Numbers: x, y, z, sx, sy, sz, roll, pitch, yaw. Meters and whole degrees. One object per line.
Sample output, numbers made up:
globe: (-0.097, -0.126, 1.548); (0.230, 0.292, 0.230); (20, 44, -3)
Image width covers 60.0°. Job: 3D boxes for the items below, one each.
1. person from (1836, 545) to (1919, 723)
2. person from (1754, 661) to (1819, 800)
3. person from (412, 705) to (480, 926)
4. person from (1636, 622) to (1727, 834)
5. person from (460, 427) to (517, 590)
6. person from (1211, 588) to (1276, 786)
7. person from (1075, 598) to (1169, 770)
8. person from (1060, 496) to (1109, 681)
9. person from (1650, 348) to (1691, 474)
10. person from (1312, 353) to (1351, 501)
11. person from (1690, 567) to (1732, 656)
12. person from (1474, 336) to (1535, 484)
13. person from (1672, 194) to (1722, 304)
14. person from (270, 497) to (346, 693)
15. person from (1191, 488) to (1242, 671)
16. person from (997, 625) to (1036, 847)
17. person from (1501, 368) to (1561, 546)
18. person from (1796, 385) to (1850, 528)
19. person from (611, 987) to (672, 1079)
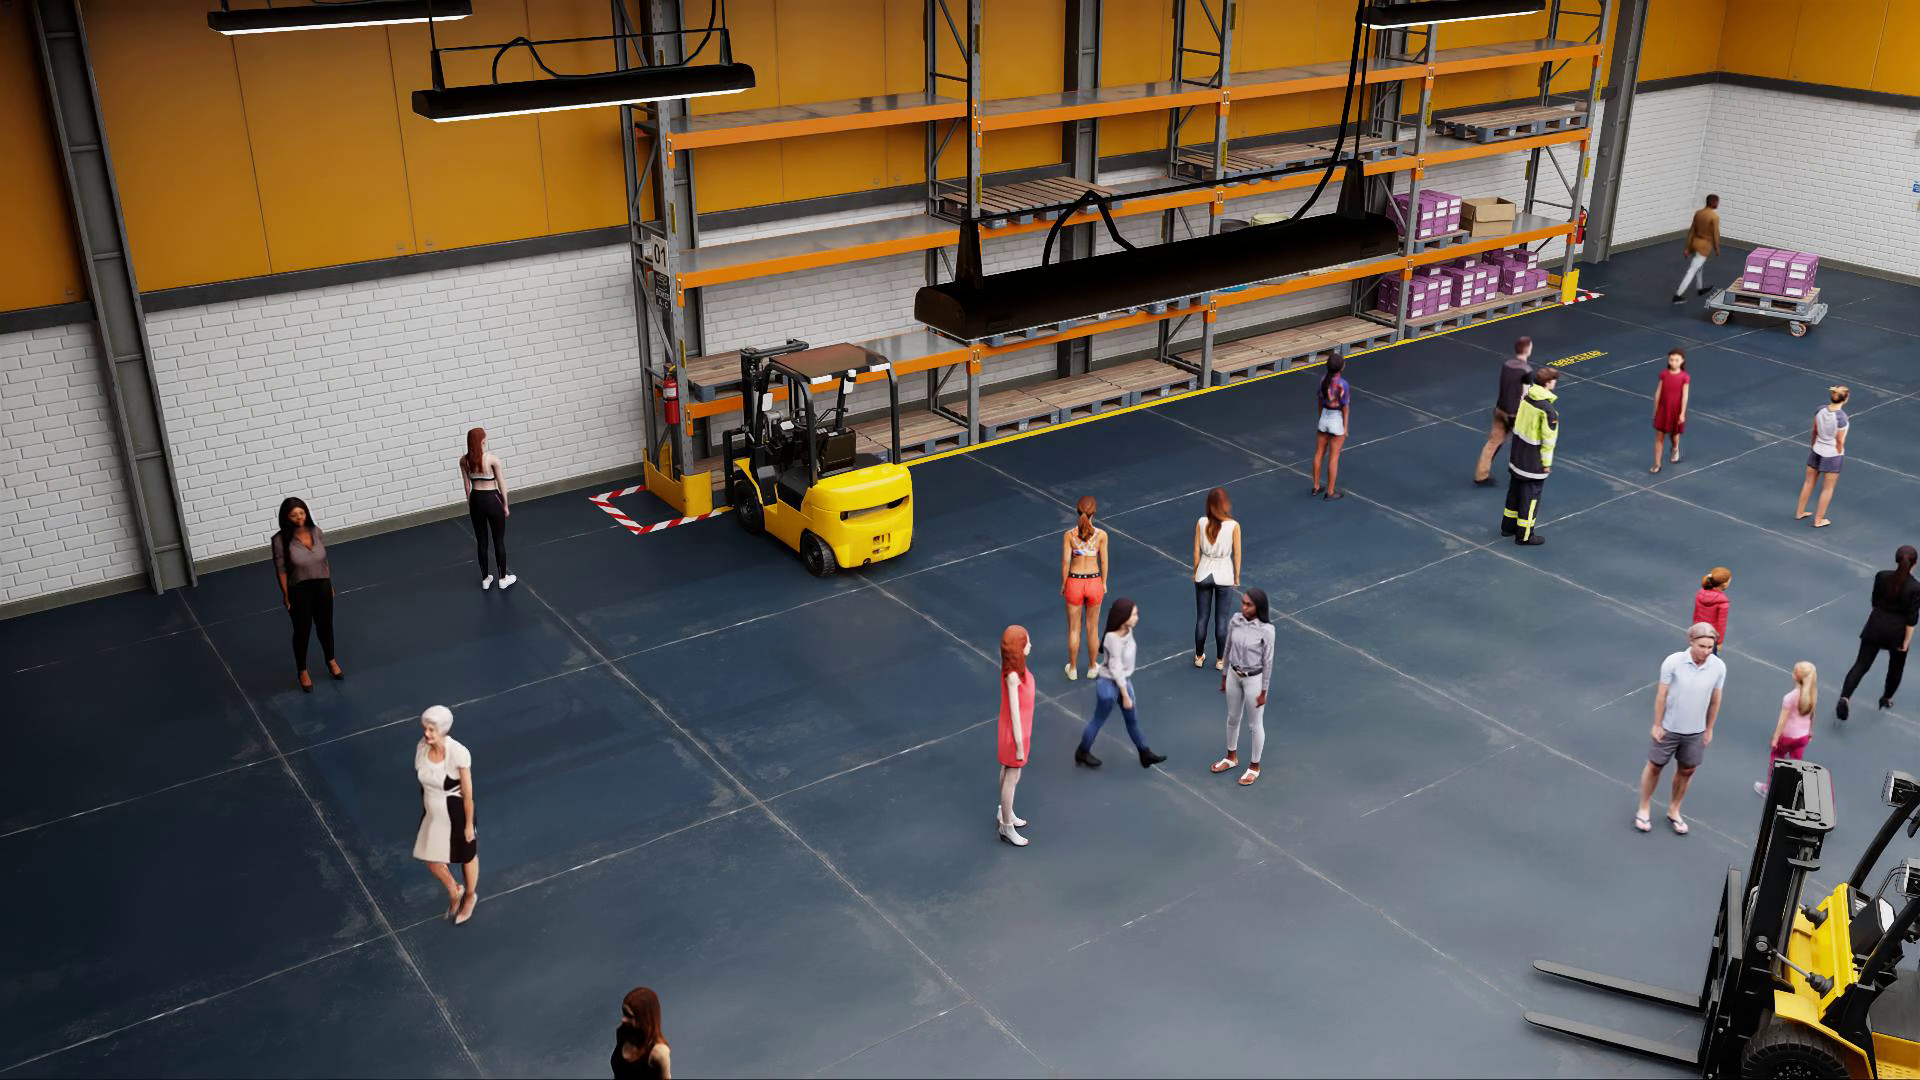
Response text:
person: (7.998, 0.858, 14.470); (1.097, 1.617, 0.601); (-17, 29, -33)
person: (6.705, 1.586, 13.261); (0.798, 1.253, 0.710); (-9, 25, -21)
person: (-3.585, 1.928, 11.862); (0.781, 1.746, 0.821); (9, 25, 20)
person: (5.588, 1.431, 12.900); (0.711, 1.825, 0.776); (4, 24, 8)
person: (-4.851, -0.328, 17.029); (0.651, 1.741, 0.728); (2, 24, 4)
person: (2.349, 1.174, 13.615); (0.547, 1.724, 0.623); (-21, 32, -40)
person: (1.189, 1.204, 13.717); (0.996, 1.587, 1.036); (9, 25, 19)
person: (1.132, 0.439, 15.213); (0.655, 1.791, 0.742); (0, 24, -1)
person: (8.641, -1.593, 20.173); (0.708, 1.540, 0.896); (18, 29, 35)
person: (4.312, -1.331, 19.322); (0.510, 1.742, 0.588); (-17, 29, -34)
person: (6.648, 0.859, 14.851); (0.568, 1.310, 0.555); (-7, 25, -16)
person: (6.418, -1.479, 19.601); (1.219, 1.791, 0.861); (-9, 25, -20)
person: (11.929, -4.665, 26.922); (1.234, 1.764, 0.806); (-11, 26, -23)
person: (-5.926, 0.470, 15.078); (0.761, 1.842, 0.619); (19, 30, 37)
person: (2.357, 0.360, 15.400); (0.687, 1.785, 0.706); (9, 25, 20)
person: (0.411, 1.480, 12.785); (0.690, 1.827, 0.673); (0, 24, 0)
person: (6.231, -0.938, 18.122); (0.800, 1.982, 0.854); (-5, 24, -12)
person: (9.686, -0.949, 18.599); (0.574, 1.622, 0.604); (-9, 25, -20)
person: (-1.696, 3.153, 9.086); (0.616, 1.726, 0.593); (18, 29, 35)
